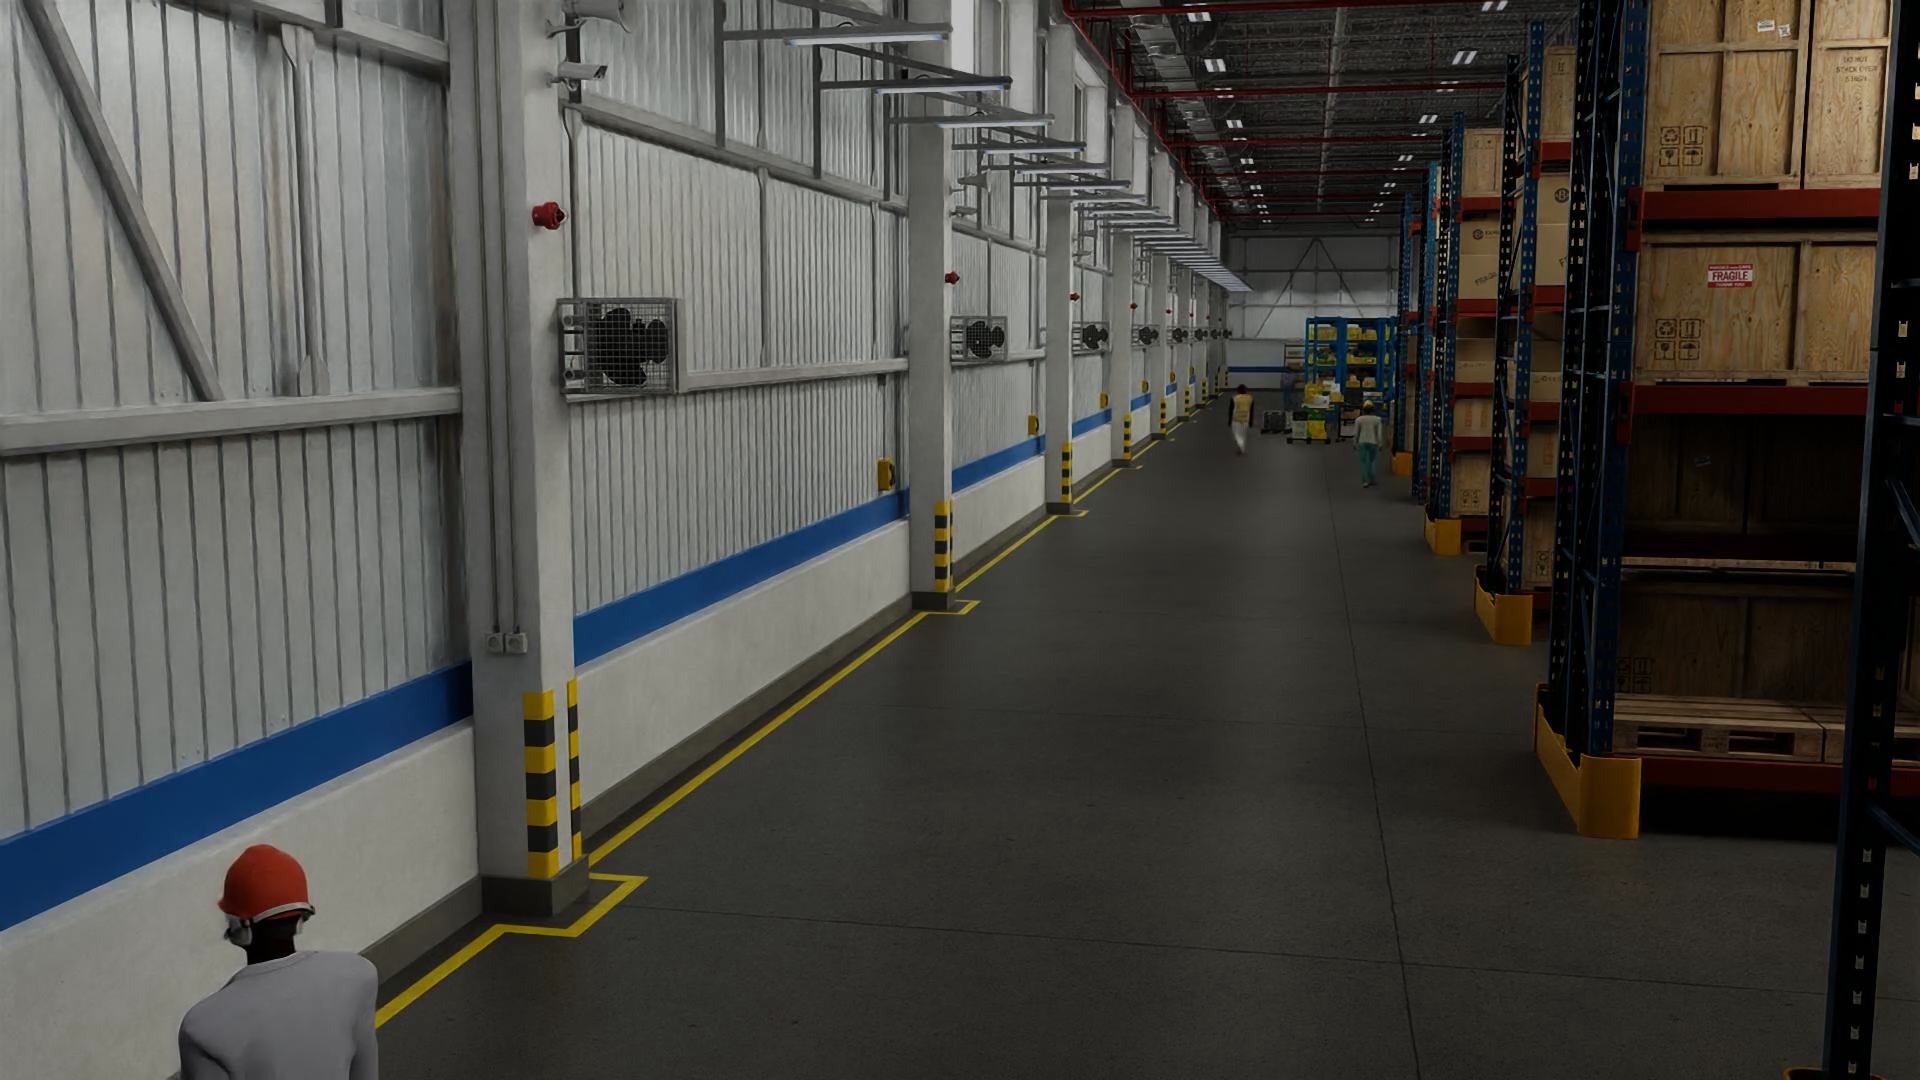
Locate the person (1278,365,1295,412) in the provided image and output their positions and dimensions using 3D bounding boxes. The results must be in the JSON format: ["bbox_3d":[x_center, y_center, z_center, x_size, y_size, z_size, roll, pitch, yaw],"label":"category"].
[{"bbox_3d":[12.698,-5.868,64.562,0.606,1.816,0.473,7,10,44],"label":"person"}]

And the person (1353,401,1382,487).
[{"bbox_3d":[8.182,-1.936,33.447,0.550,1.718,0.882,1,7,7],"label":"person"}]

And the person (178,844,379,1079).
[{"bbox_3d":[-1.818,1.674,4.452,0.327,1.752,0.563,5,9,36],"label":"person"}]

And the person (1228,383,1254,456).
[{"bbox_3d":[7.009,-2.990,41.488,0.644,1.832,0.509,-2,7,-15],"label":"person"}]
